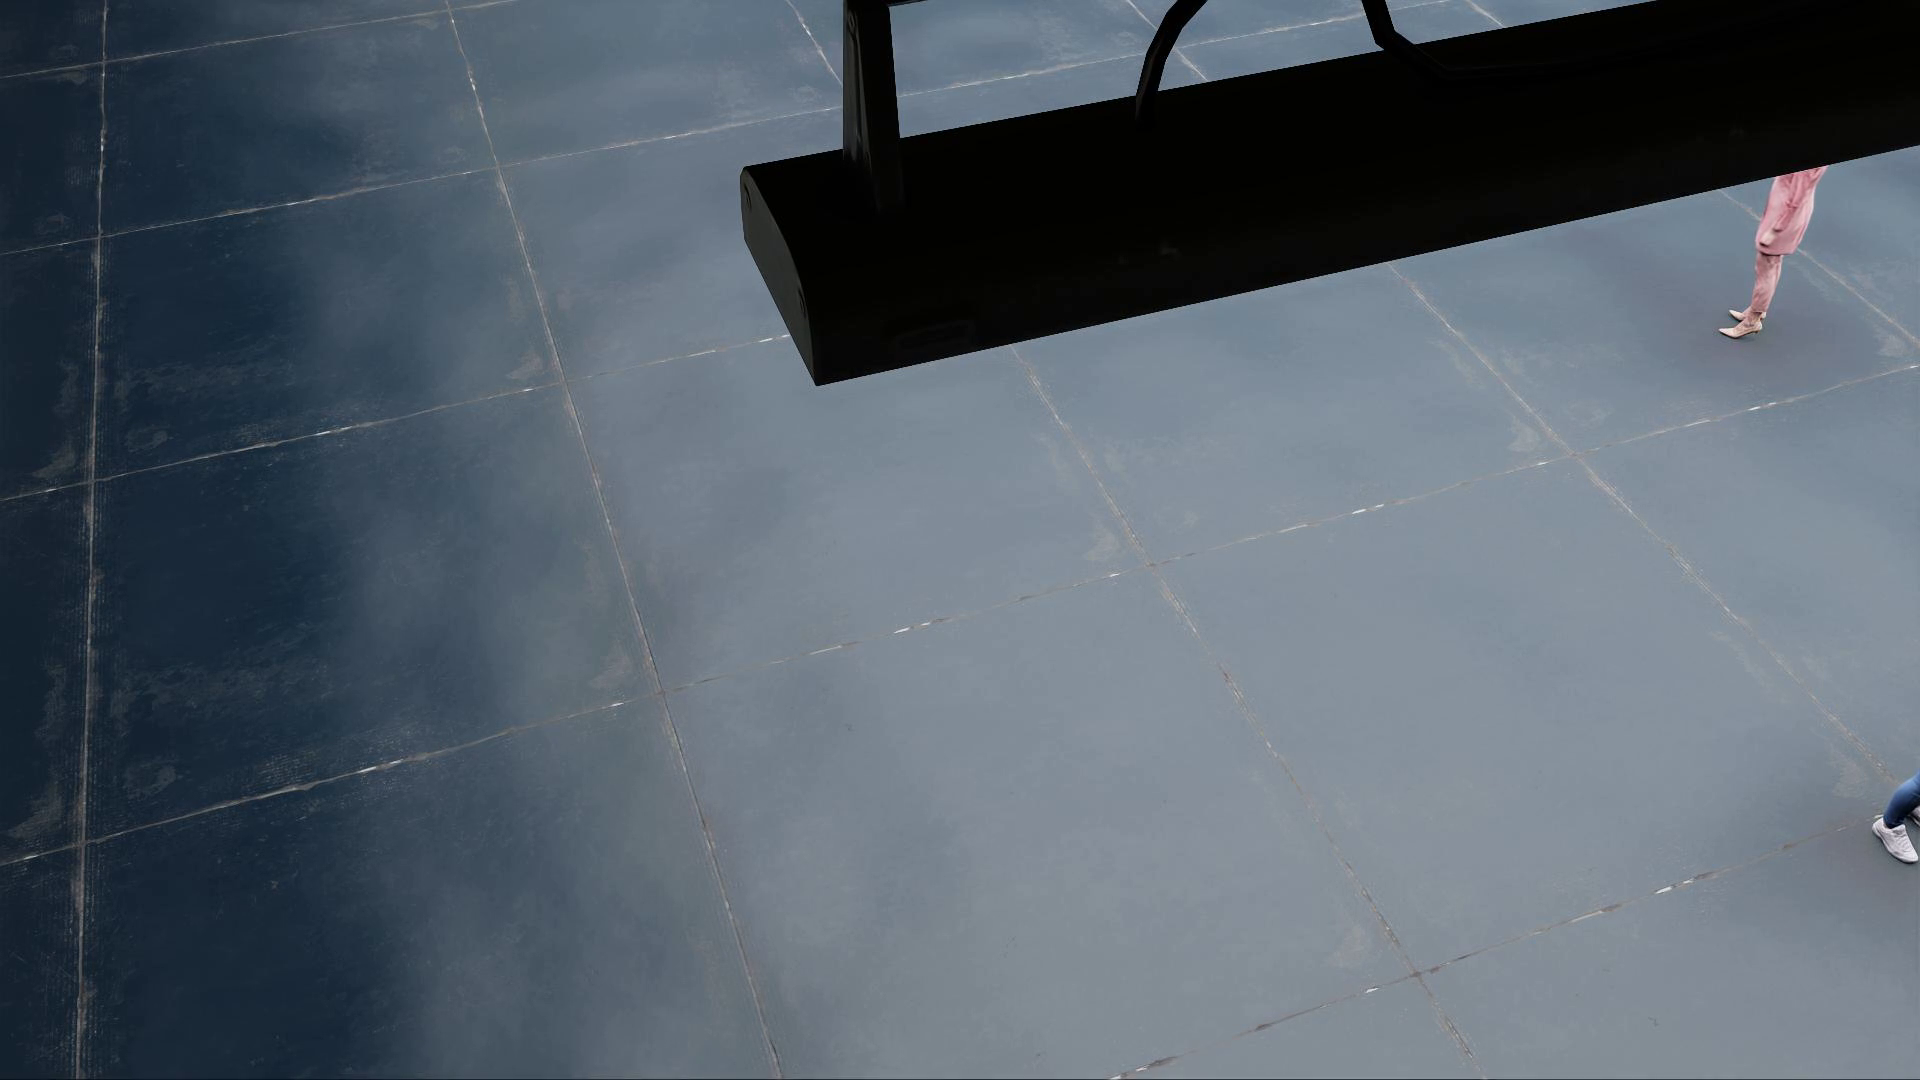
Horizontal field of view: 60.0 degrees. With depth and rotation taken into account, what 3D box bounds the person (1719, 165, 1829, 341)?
[{"bbox_3d":[5.531,-2.142,11.125,0.705,1.803,0.688,26,49,25],"label":"person"}]
